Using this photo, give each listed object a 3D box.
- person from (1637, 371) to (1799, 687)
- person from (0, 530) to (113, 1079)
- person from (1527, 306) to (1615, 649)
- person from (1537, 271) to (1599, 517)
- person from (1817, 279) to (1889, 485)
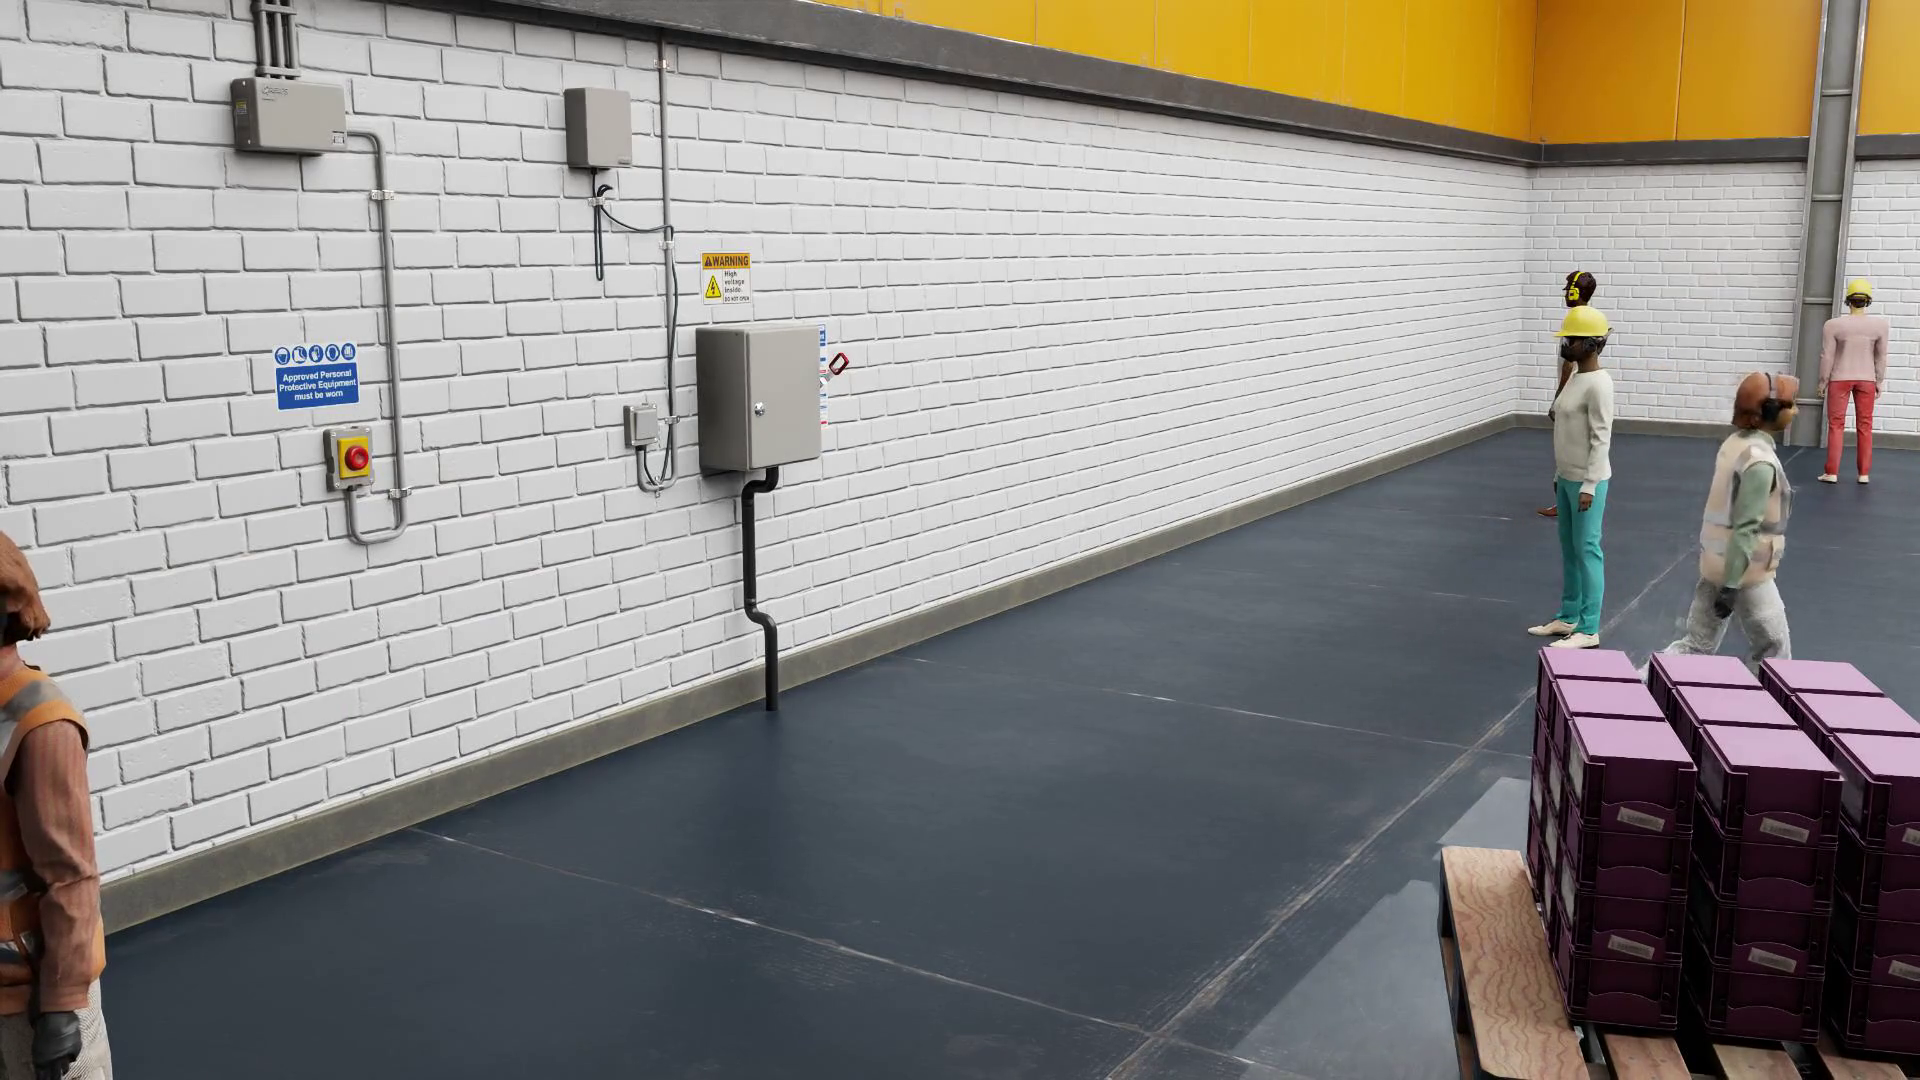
[{"bbox_3d":[3.022,0.123,6.592,0.824,1.607,0.497,2,10,9],"label":"person"},{"bbox_3d":[-1.669,0.772,2.911,0.511,1.638,0.308,7,12,32],"label":"person"},{"bbox_3d":[3.181,-0.316,8.582,0.312,1.768,0.522,0,10,2],"label":"person"},{"bbox_3d":[4.657,-1.100,12.637,0.514,1.872,0.328,-9,14,-41],"label":"person"},{"bbox_3d":[7.684,-1.358,14.354,0.526,1.769,0.330,3,11,14],"label":"person"}]
